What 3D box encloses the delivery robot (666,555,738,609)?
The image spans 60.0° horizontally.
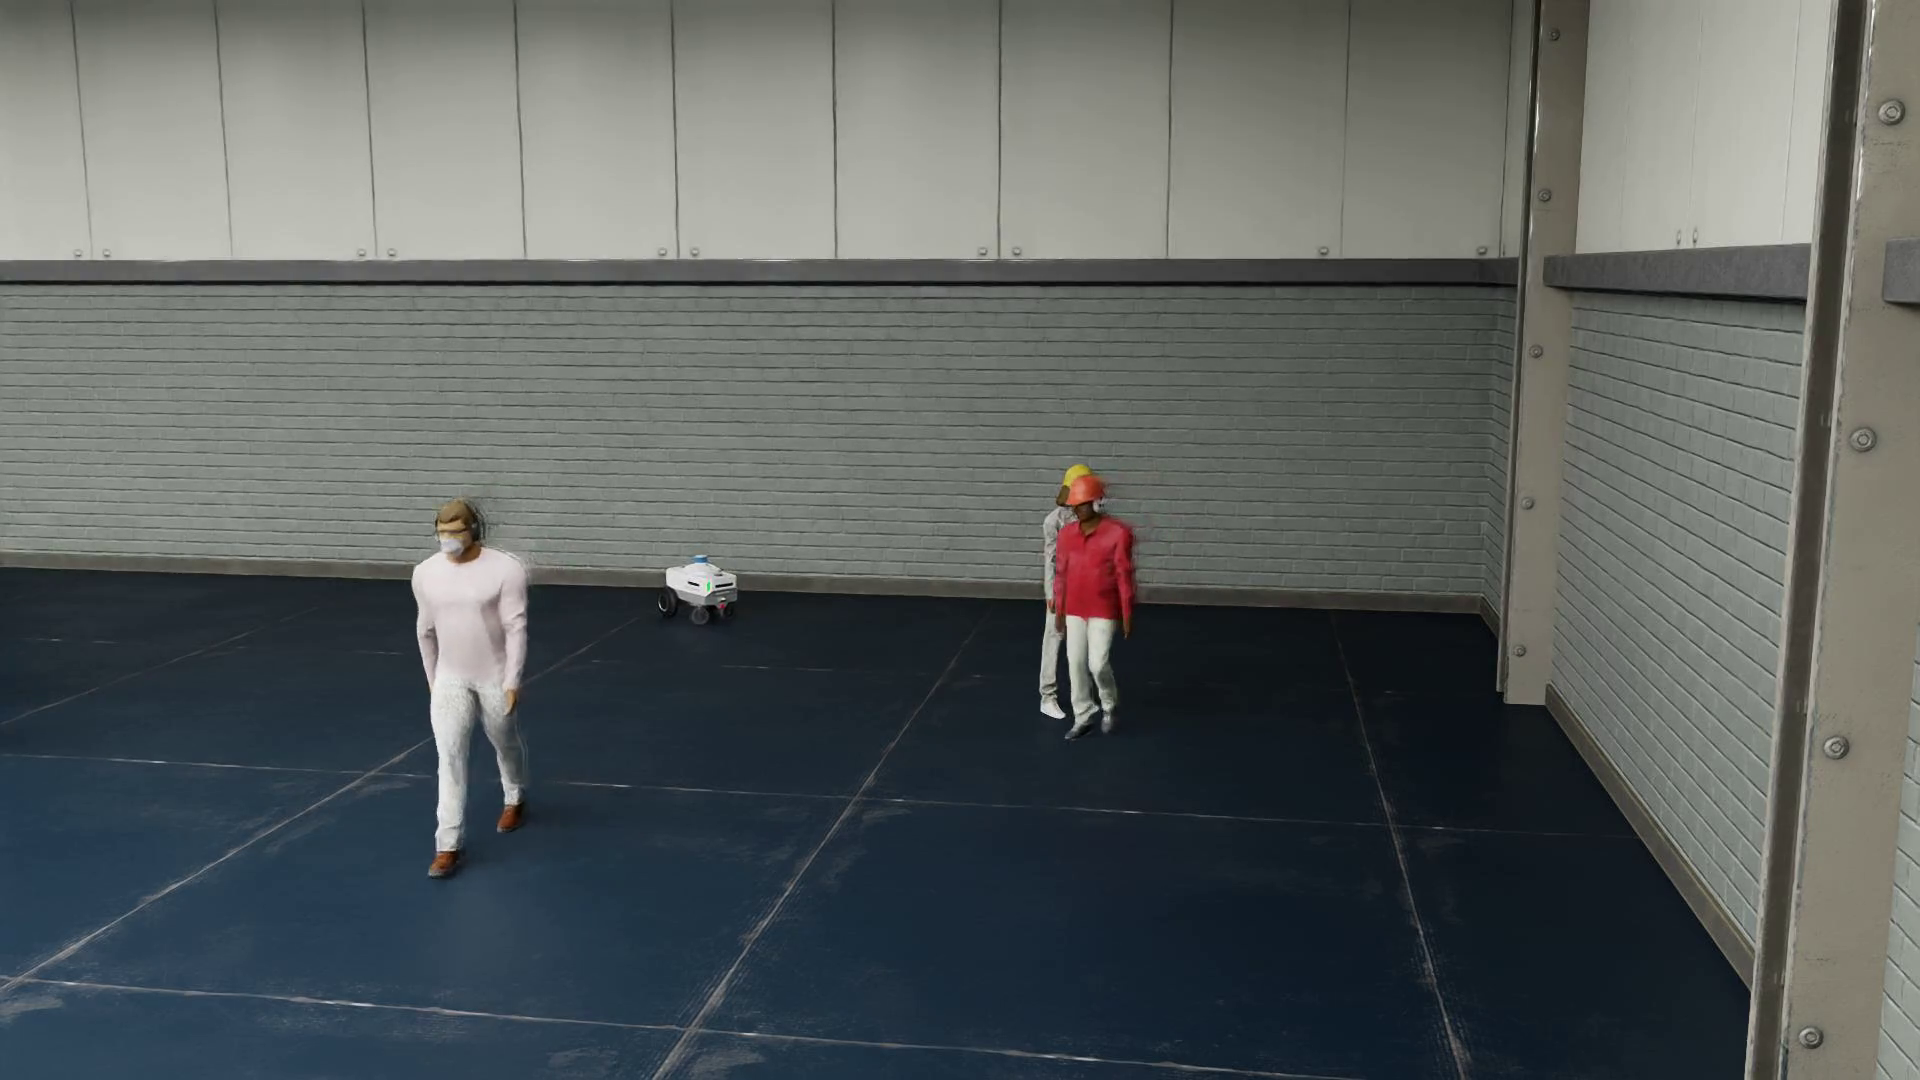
[{"bbox_3d":[-2.247,0.374,14.473,0.477,0.478,0.707,-8,12,-41],"label":"delivery robot"}]

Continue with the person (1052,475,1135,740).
[{"bbox_3d":[0.841,0.439,10.726,0.593,1.727,0.372,6,11,33],"label":"person"}]

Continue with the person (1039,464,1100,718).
[{"bbox_3d":[0.785,0.345,11.323,0.485,1.736,0.341,-6,11,-32],"label":"person"}]

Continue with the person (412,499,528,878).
[{"bbox_3d":[-2.520,0.707,8.653,0.625,1.884,1.060,0,9,1],"label":"person"}]
